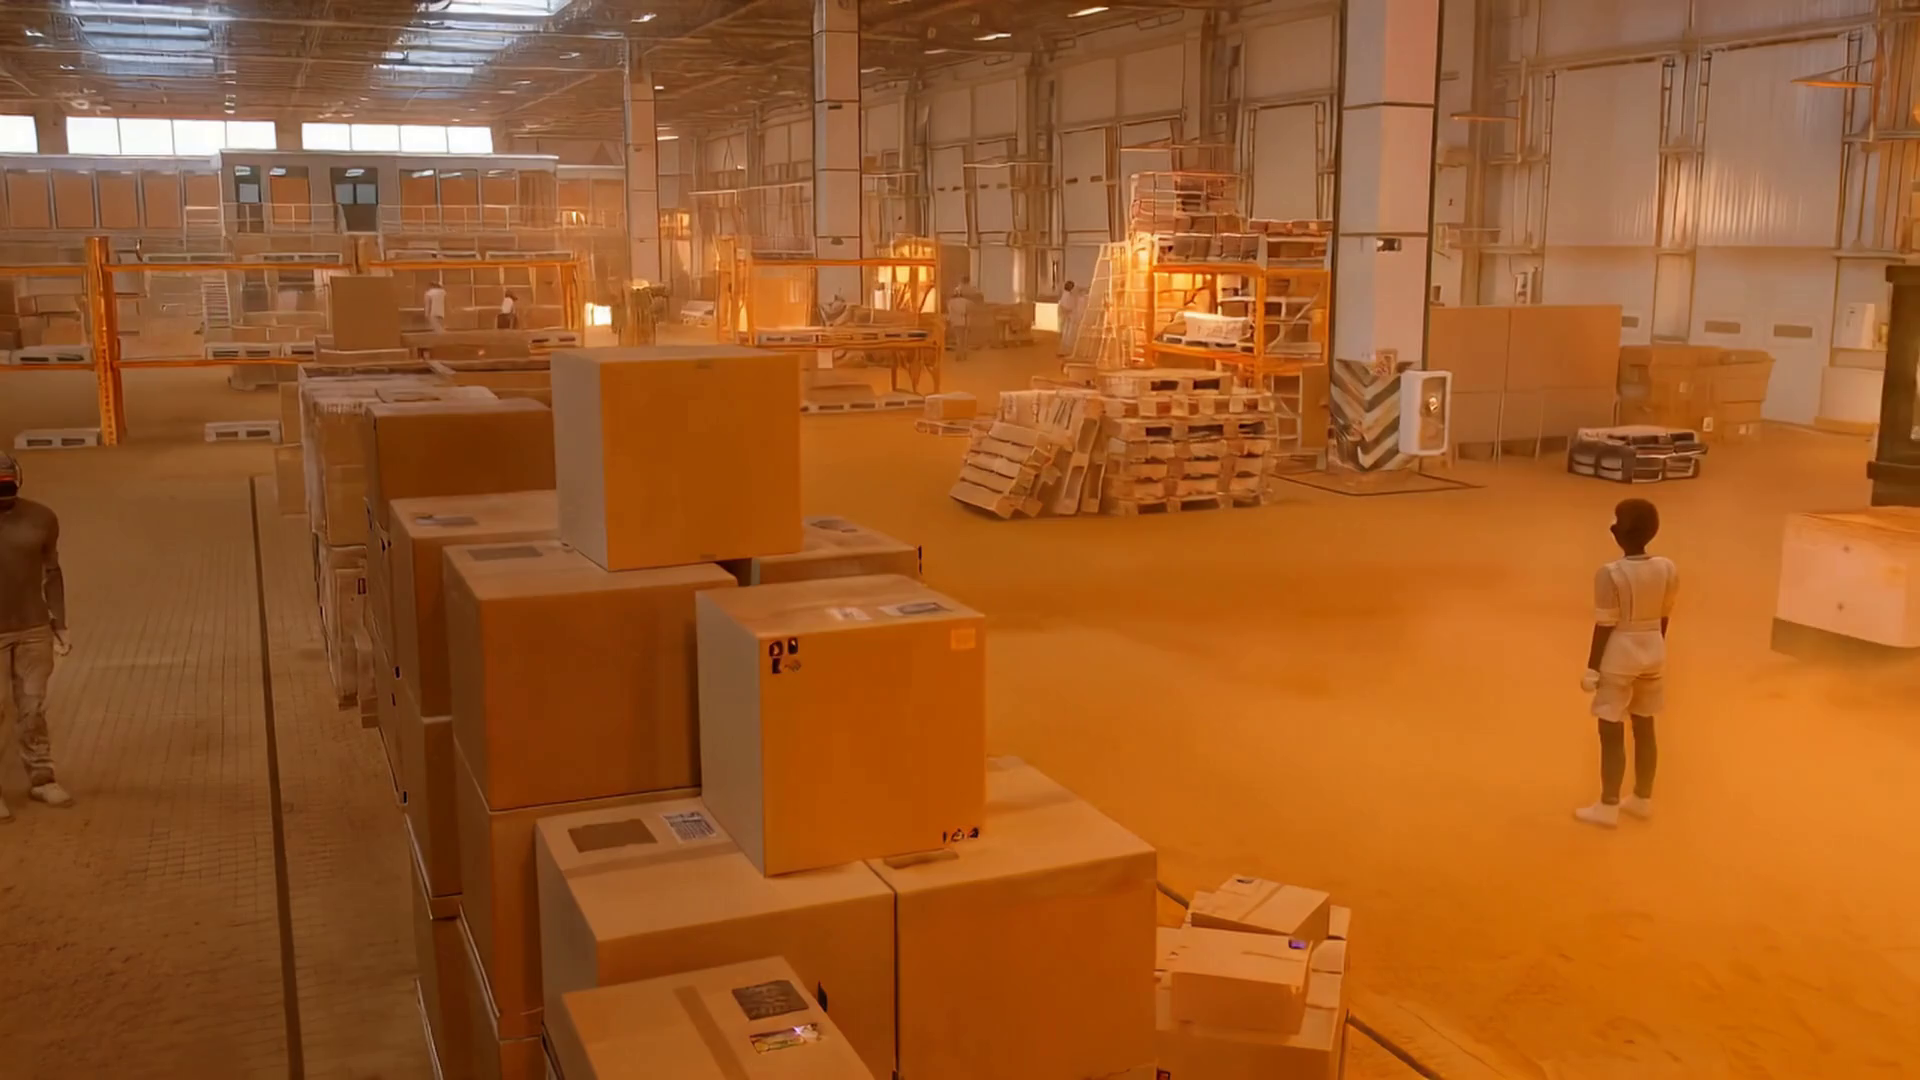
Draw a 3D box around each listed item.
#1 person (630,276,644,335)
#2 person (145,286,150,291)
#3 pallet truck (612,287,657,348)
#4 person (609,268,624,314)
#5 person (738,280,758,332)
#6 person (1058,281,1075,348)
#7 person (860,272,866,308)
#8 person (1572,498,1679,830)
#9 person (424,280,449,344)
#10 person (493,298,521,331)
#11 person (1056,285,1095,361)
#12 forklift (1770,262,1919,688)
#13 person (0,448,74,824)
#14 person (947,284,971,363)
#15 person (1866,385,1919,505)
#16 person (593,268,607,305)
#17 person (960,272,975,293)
[{"bbox_3d":[-10.067,-7.306,51.857,0.431,1.835,0.623,2,10,11],"label":"person"},{"bbox_3d":[-21.928,-6.052,45.272,0.478,1.707,0.873,6,12,31],"label":"person"},{"bbox_3d":[-6.464,-4.406,35.401,0.823,1.965,1.885,6,12,32],"label":"pallet truck"},{"bbox_3d":[-13.681,-9.917,66.194,0.584,1.856,0.892,-5,11,-25],"label":"person"},{"bbox_3d":[-6.138,-6.538,47.645,0.523,1.831,0.958,5,11,24],"label":"person"},{"bbox_3d":[2.978,-6.189,45.659,0.620,1.845,0.429,-9,13,-40],"label":"person"},{"bbox_3d":[-3.796,-9.102,61.499,0.609,1.922,0.799,-4,11,-23],"label":"person"},{"bbox_3d":[3.392,0.631,8.473,0.534,1.697,0.318,-5,12,-27],"label":"person"},{"bbox_3d":[-14.192,-6.102,45.114,0.643,1.882,1.038,-10,14,-42],"label":"person"},{"bbox_3d":[-8.443,-3.572,31.128,0.576,1.881,0.354,3,11,15],"label":"person"},{"bbox_3d":[2.905,-5.333,40.890,1.018,1.873,0.586,-7,13,-35],"label":"person"},{"bbox_3d":[6.812,-0.519,11.545,1.873,2.768,1.129,-4,11,-23],"label":"forklift"},{"bbox_3d":[-4.936,0.481,8.632,0.371,1.941,0.627,7,12,34],"label":"person"},{"bbox_3d":[-0.041,-5.241,40.274,0.584,1.904,0.436,-5,11,-26],"label":"person"},{"bbox_3d":[6.968,-0.190,12.375,0.387,1.930,0.632,0,10,1],"label":"person"},{"bbox_3d":[-13.711,-9.354,62.955,0.936,1.882,0.588,-4,11,-20],"label":"person"},{"bbox_3d":[0.170,-7.140,50.531,0.618,1.978,0.458,-3,11,-15],"label":"person"}]
